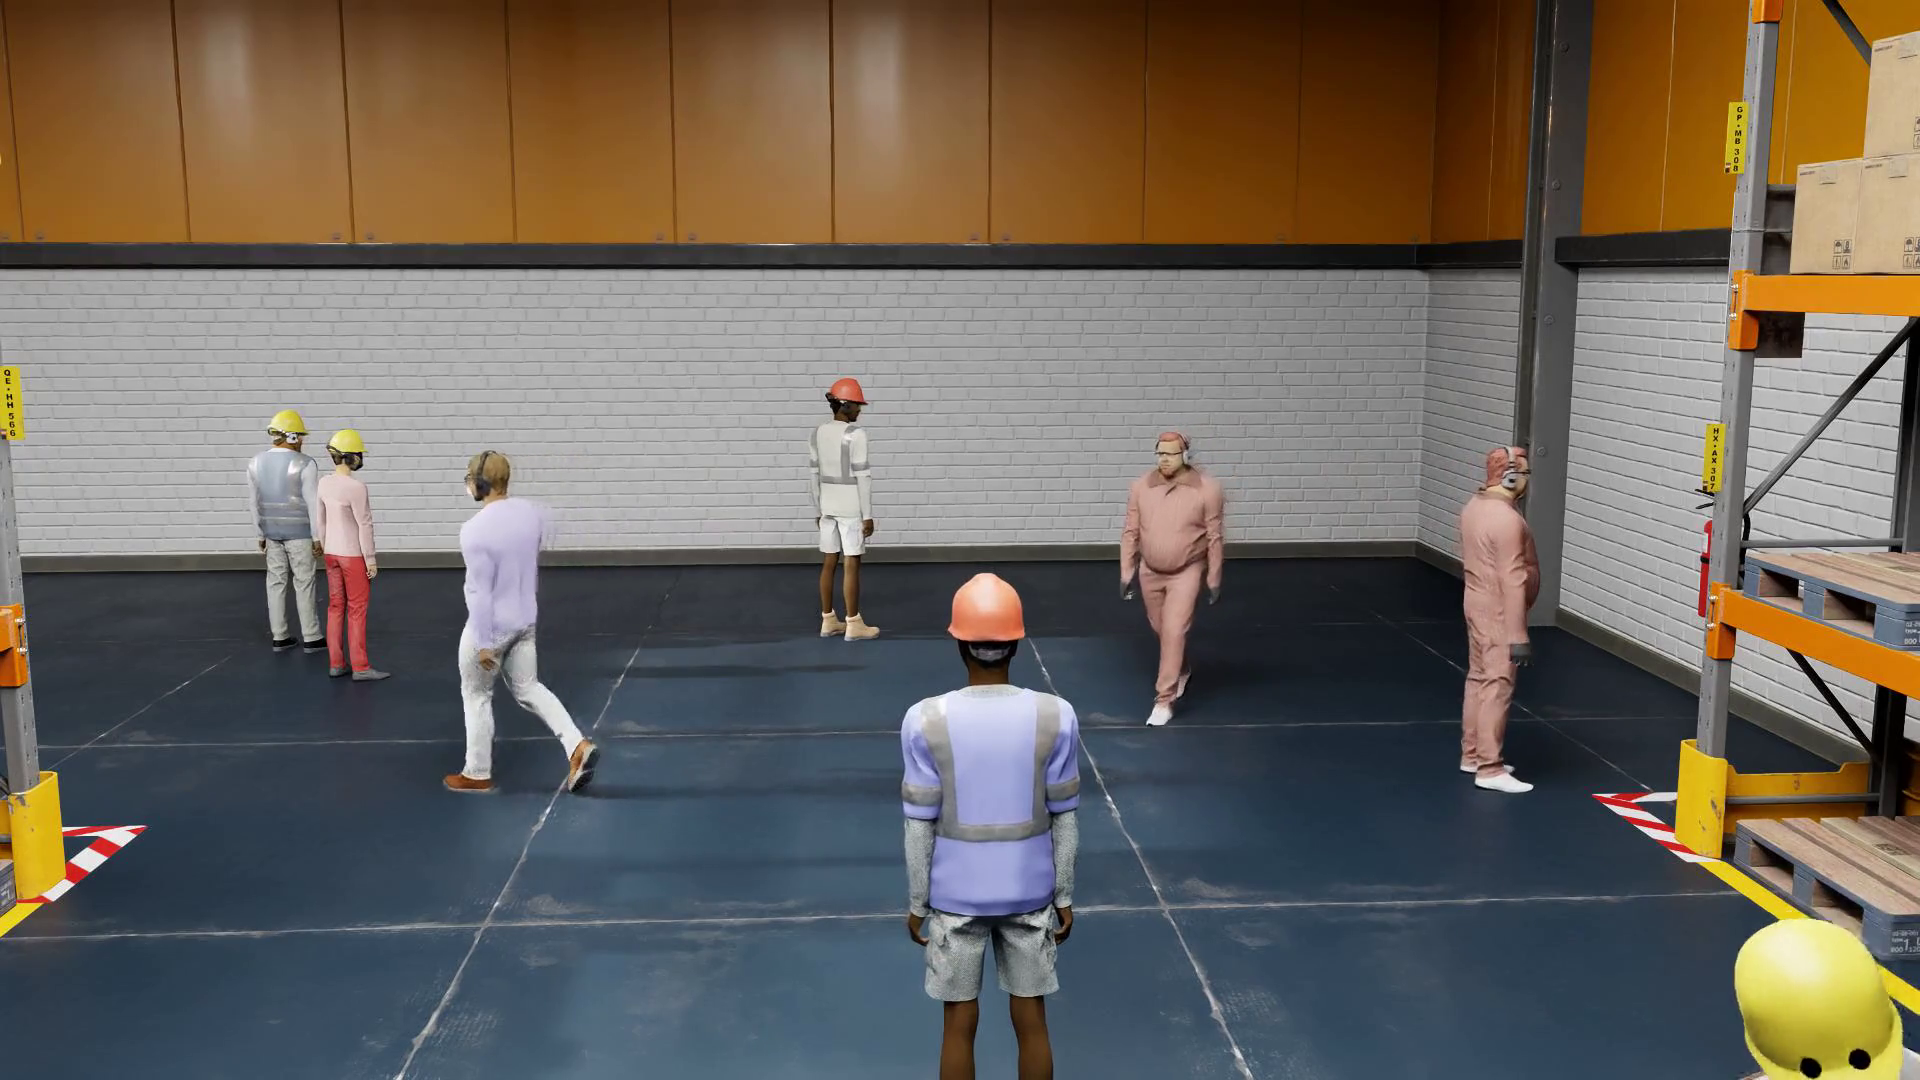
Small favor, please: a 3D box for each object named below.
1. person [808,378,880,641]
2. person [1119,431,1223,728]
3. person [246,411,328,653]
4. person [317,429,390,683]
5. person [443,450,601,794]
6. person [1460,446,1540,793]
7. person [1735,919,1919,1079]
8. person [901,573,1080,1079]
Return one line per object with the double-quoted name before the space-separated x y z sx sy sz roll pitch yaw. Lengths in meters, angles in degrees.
"person" -0.896 -0.237 12.962 0.605 2.037 0.394 8 12 41
"person" 1.378 0.202 10.812 0.653 1.860 1.019 5 10 30
"person" -5.031 -0.058 12.508 0.592 1.823 0.404 2 9 15
"person" -4.258 0.110 11.636 0.535 1.766 0.317 6 11 34
"person" -2.410 0.463 8.973 0.856 1.914 0.633 4 10 25
"person" 2.984 0.429 9.189 0.407 1.906 0.662 0 9 0
"person" 1.407 1.480 2.717 0.670 1.862 0.722 -2 9 -14
"person" 0.091 1.062 5.103 0.543 1.942 0.350 -1 9 -6
